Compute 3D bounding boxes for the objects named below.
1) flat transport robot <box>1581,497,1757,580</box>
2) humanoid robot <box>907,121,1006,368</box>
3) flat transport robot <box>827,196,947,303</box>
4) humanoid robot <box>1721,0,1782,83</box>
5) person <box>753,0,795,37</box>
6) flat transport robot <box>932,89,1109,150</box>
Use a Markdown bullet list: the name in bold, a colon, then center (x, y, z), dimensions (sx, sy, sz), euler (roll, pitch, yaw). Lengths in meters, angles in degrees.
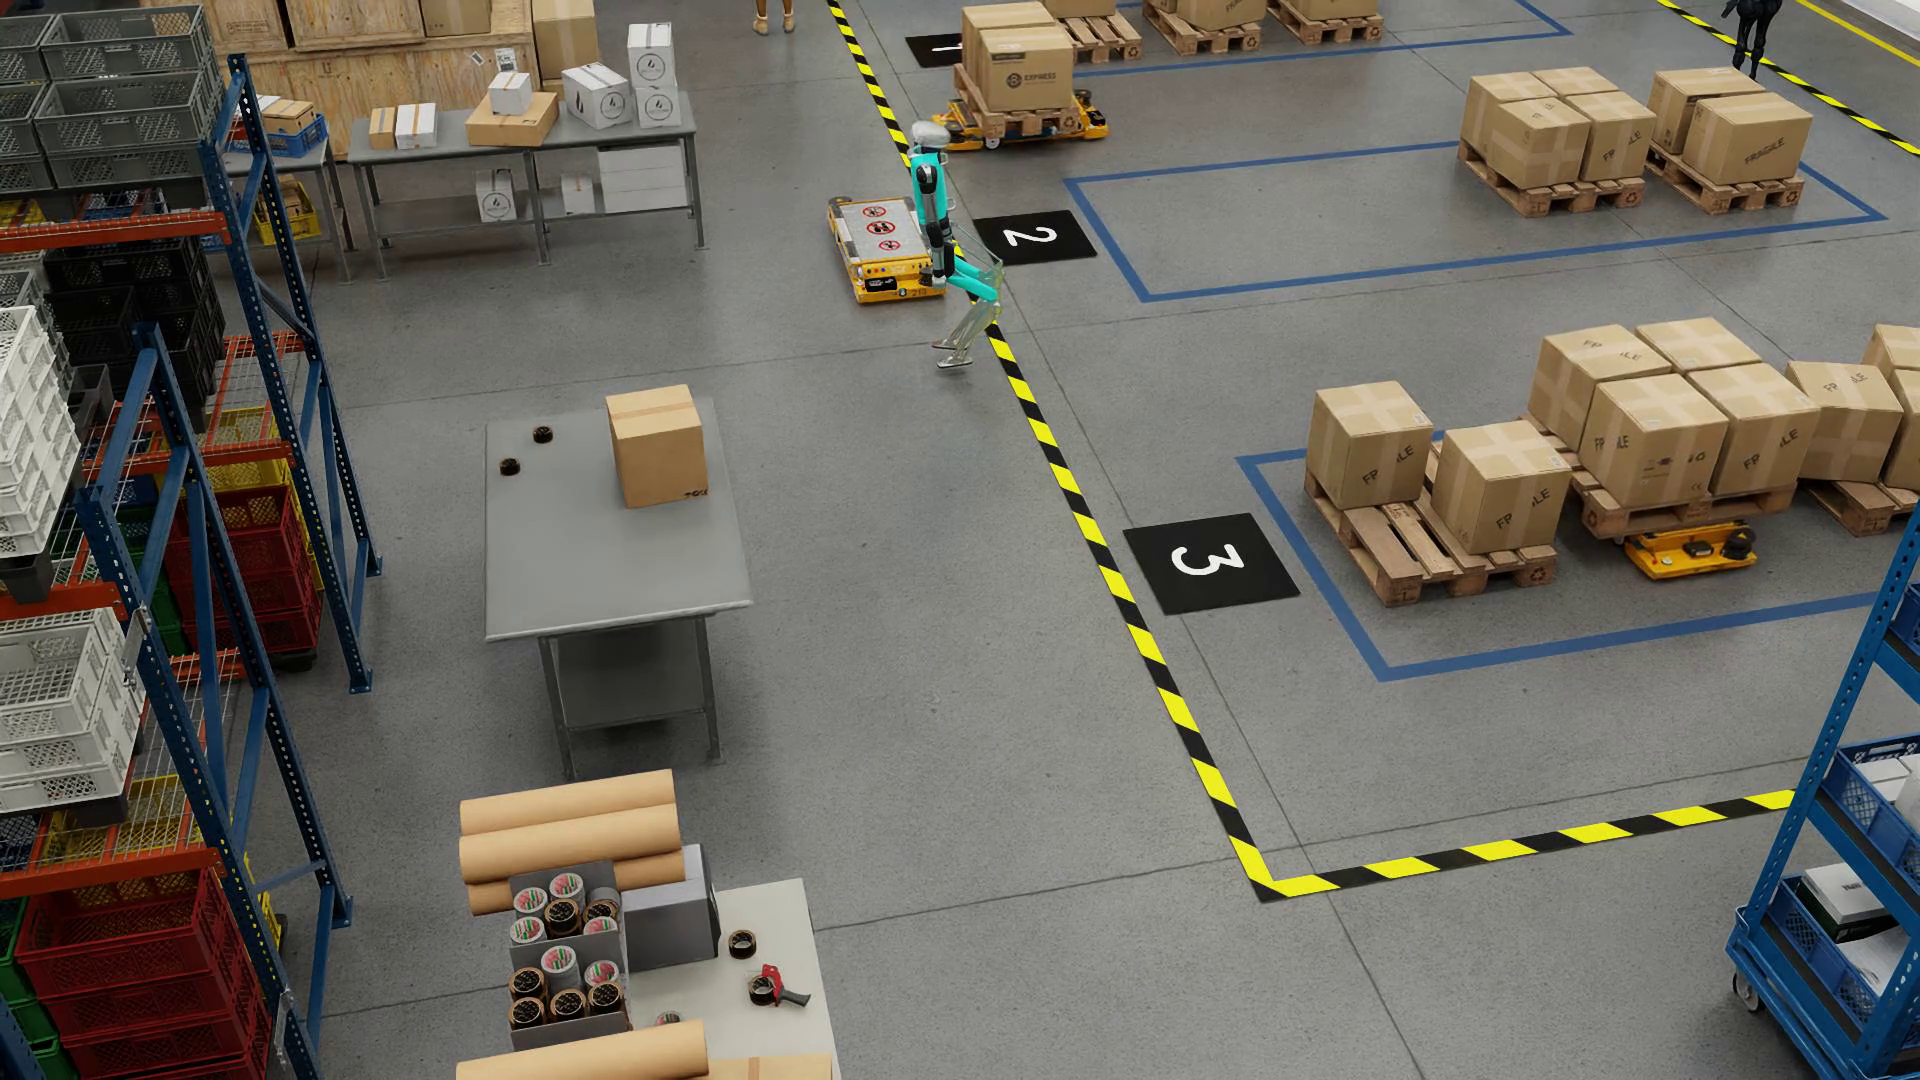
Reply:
- **flat transport robot**: center (4.061, -0.298, 9.931), dimensions (0.652, 0.197, 1.431), euler (-8, 37, -10)
- **humanoid robot**: center (0.035, -1.908, 10.772), dimensions (0.735, 1.681, 0.533), euler (-2, 37, -2)
- **flat transport robot**: center (-0.570, -2.220, 12.538), dimensions (0.659, 0.231, 1.431), euler (-8, 37, -10)
- **humanoid robot**: center (7.166, -4.881, 14.923), dimensions (0.599, 1.655, 0.315), euler (-15, 39, -19)
- **person**: center (-1.871, -5.899, 16.004), dimensions (0.613, 2.033, 0.392), euler (-10, 38, -13)
- **flat transport robot**: center (0.521, -3.661, 14.451), dimensions (1.431, 0.197, 0.652), euler (-8, 37, -10)
